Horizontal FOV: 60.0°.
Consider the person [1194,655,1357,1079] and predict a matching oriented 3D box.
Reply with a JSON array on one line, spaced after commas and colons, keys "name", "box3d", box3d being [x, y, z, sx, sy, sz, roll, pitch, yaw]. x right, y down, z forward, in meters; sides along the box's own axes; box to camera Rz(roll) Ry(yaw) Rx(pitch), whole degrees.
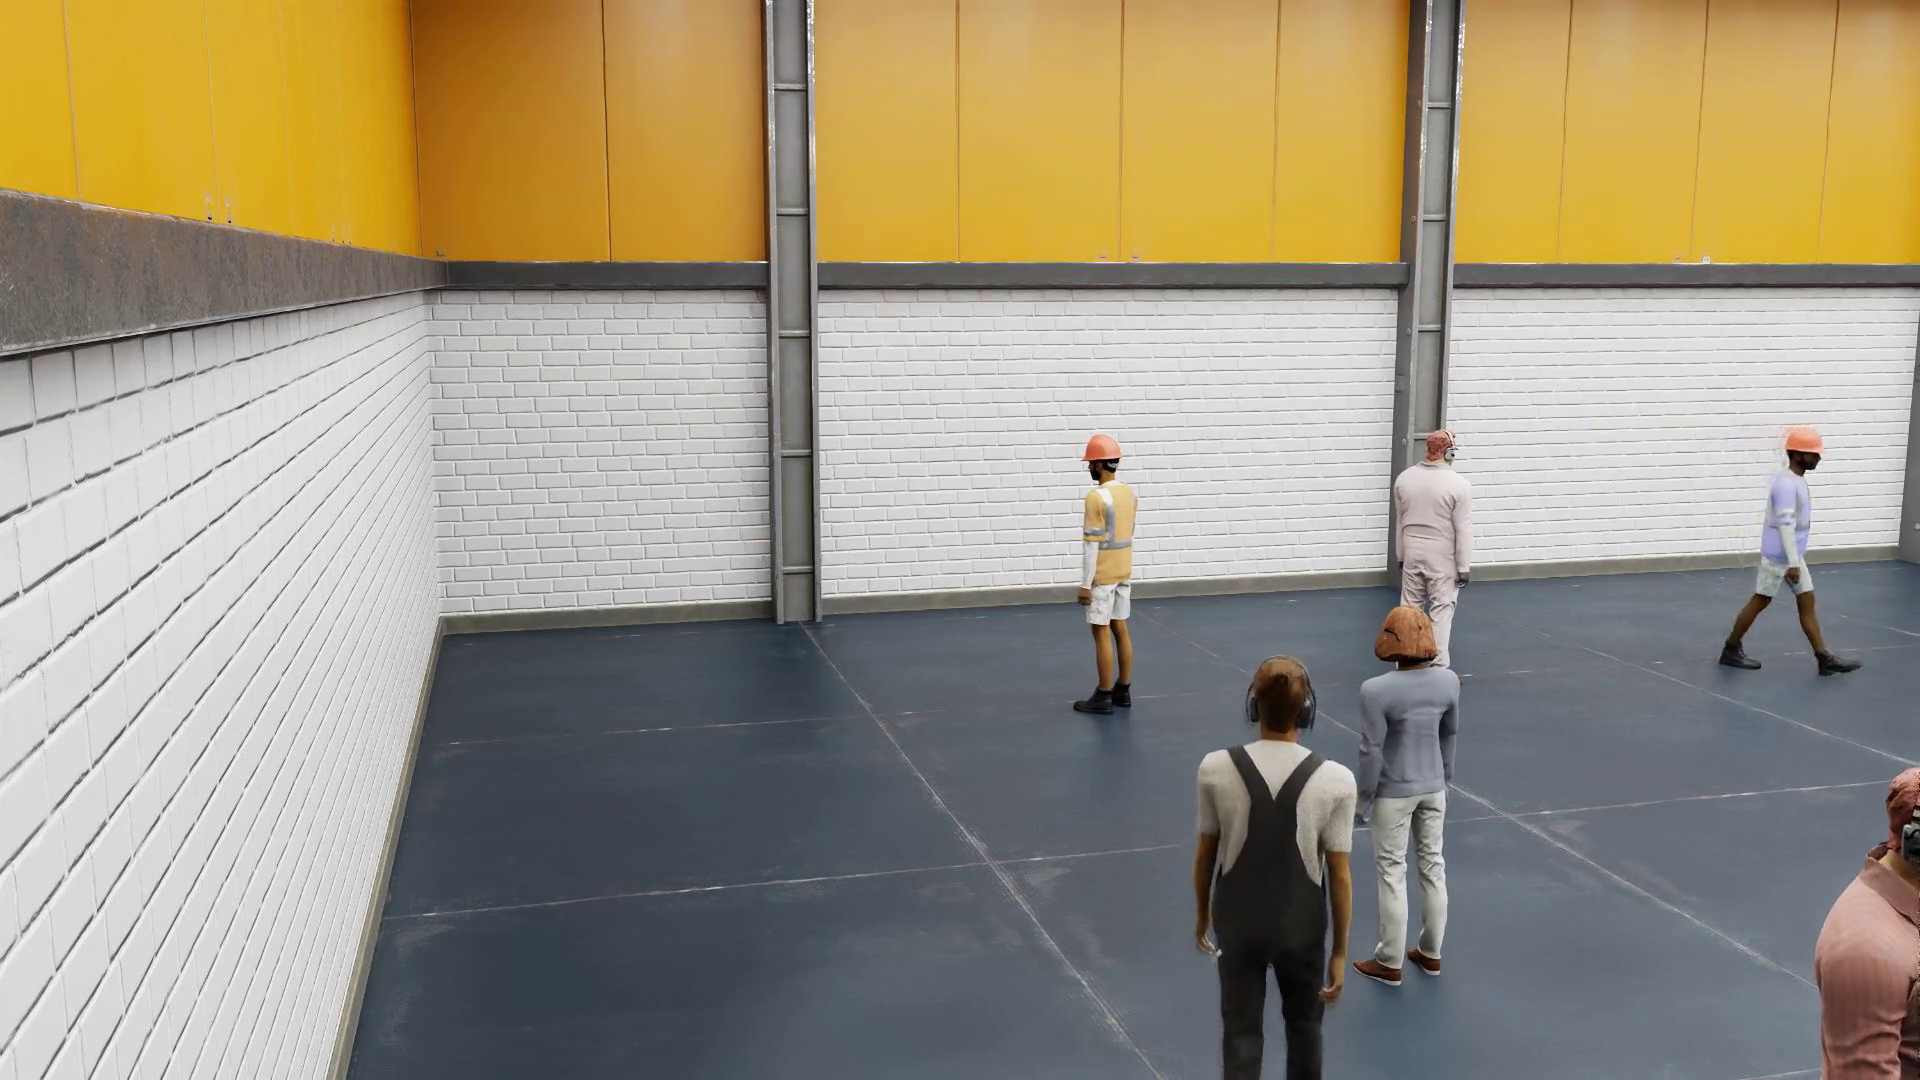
[{"name": "person", "box3d": [1.030, 1.257, 5.491, 0.512, 1.817, 0.820, 2, 9, 13]}]

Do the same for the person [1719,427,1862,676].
[{"name": "person", "box3d": [6.281, 0.091, 12.556, 0.990, 1.883, 0.577, 7, 11, 37]}]

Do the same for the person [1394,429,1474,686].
[{"name": "person", "box3d": [3.487, 0.138, 12.210, 0.401, 1.903, 0.645, -8, 12, -39]}]

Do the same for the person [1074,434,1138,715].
[{"name": "person", "box3d": [0.993, 0.236, 11.504, 0.386, 1.931, 0.544, 6, 11, 35]}]

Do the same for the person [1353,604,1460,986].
[{"name": "person", "box3d": [1.898, 1.085, 7.112, 0.500, 1.633, 0.286, -4, 10, -22]}]

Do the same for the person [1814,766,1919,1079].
[{"name": "person", "box3d": [2.274, 1.456, 3.994, 0.647, 1.901, 0.402, -9, 13, -44]}]
